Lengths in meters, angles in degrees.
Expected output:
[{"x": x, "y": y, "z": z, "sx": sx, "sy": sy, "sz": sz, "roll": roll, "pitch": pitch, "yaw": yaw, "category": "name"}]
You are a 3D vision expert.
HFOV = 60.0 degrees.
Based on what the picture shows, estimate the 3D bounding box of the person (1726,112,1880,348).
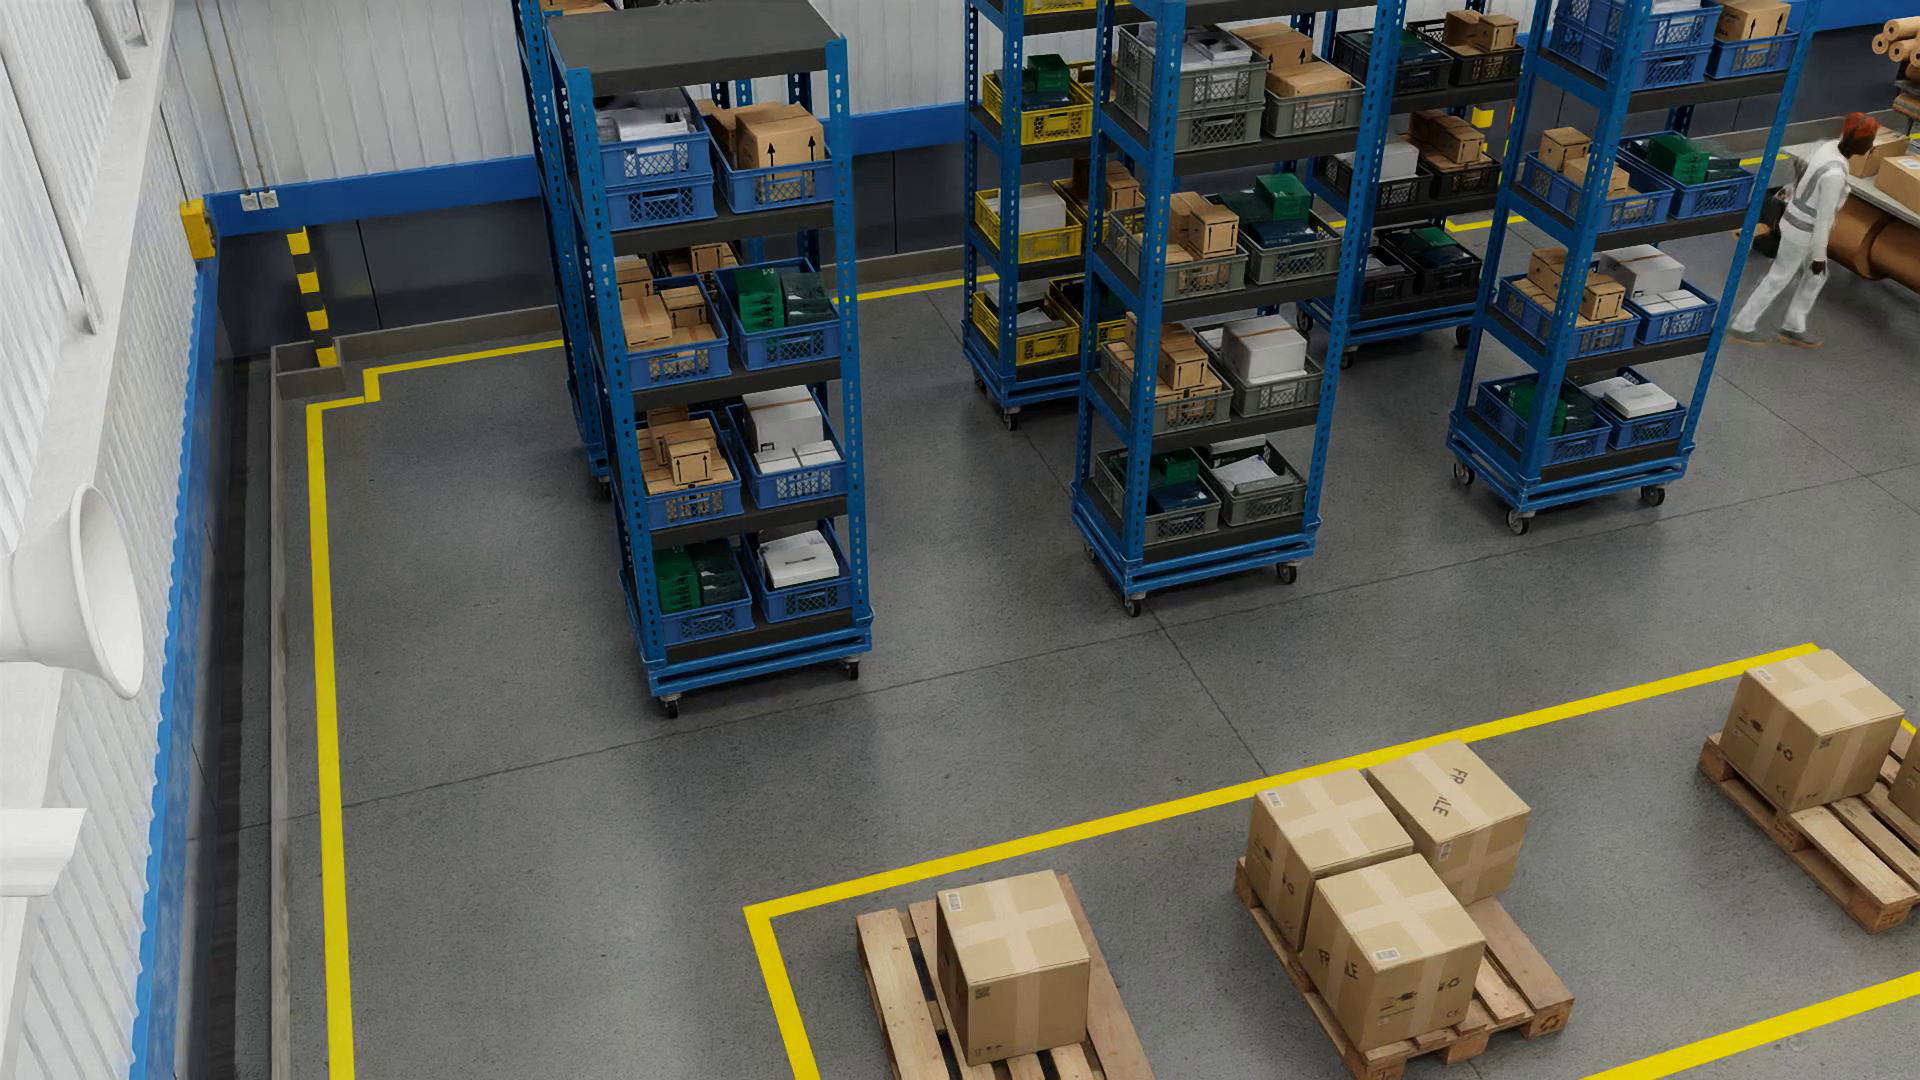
[{"x": 6.012, "y": -2.147, "z": 11.731, "sx": 0.754, "sy": 1.843, "sz": 0.575, "roll": 15, "pitch": 38, "yaw": 20, "category": "person"}]
